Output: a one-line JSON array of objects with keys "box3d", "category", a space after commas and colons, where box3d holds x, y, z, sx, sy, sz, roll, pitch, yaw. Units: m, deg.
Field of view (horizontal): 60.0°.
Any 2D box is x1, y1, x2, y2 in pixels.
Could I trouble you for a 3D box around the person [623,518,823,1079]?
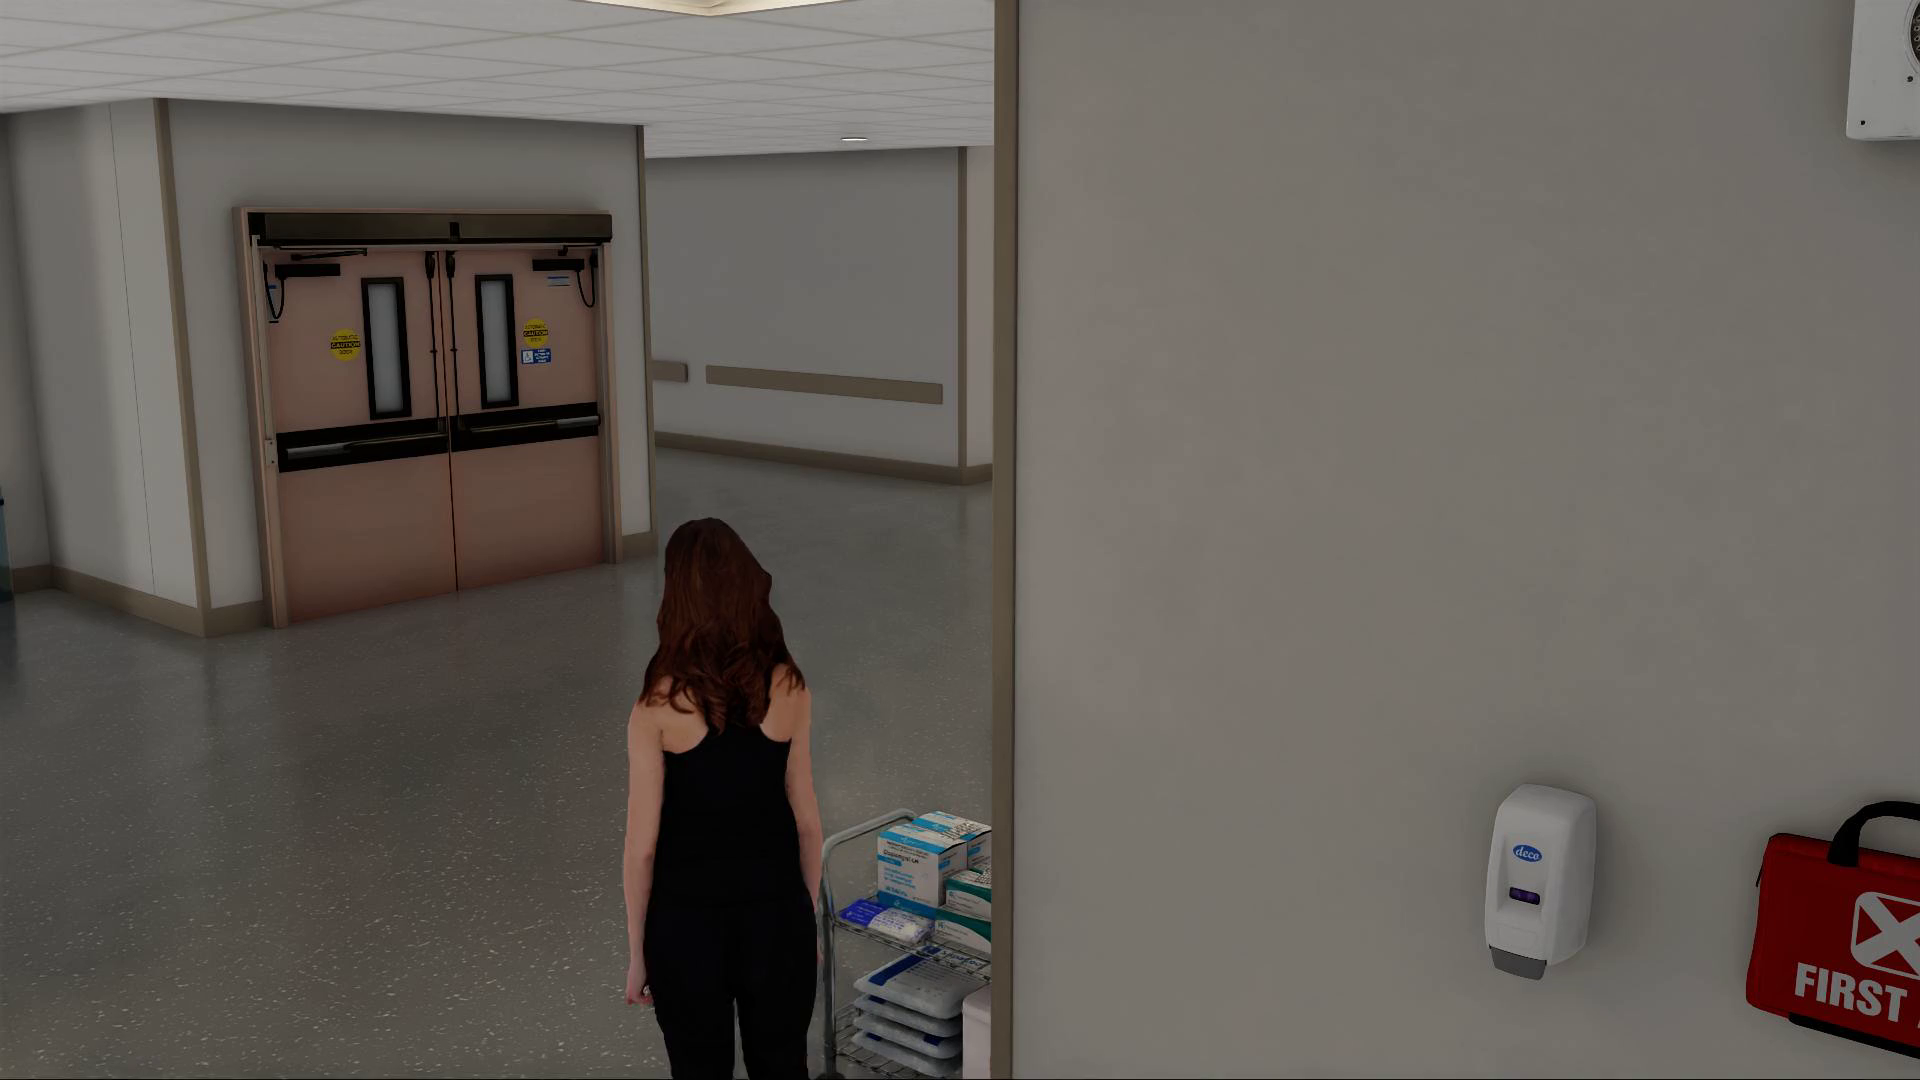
[{"box3d": [-0.449, 0.829, 3.397, 0.881, 1.733, 0.853, -5, 12, -24], "category": "person"}]
